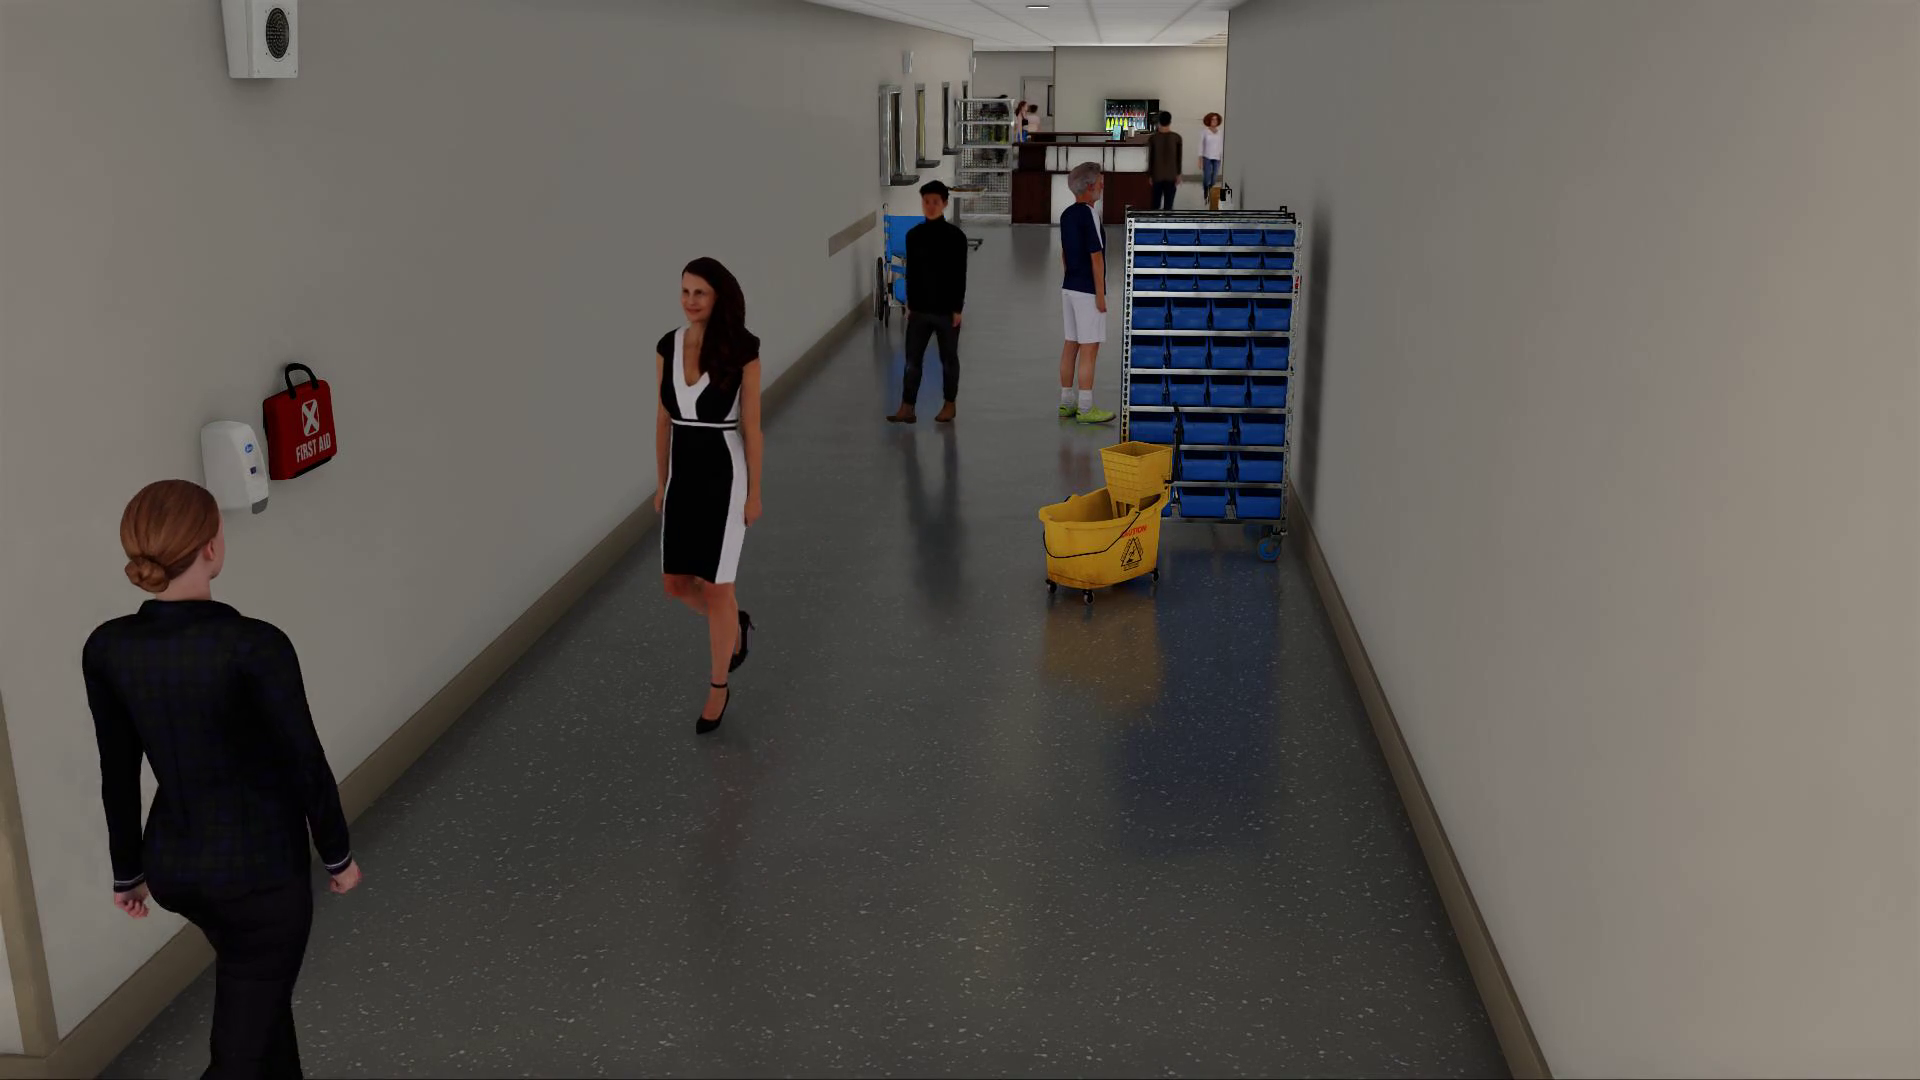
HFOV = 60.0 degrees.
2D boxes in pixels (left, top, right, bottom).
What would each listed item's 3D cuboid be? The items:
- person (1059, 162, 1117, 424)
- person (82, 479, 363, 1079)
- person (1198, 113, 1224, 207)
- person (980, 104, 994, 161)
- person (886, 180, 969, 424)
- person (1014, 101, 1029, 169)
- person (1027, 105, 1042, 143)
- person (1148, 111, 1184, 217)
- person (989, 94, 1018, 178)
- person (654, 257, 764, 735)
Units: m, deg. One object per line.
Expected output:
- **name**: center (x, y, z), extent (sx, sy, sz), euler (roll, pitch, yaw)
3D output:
- **person**: center (0.884, -1.774, 11.888), extent (0.732, 1.839, 0.724), euler (-7, 17, -24)
- **person**: center (-1.505, 0.735, 3.328), extent (1.036, 1.653, 0.794), euler (4, 16, 14)
- **person**: center (4.662, -7.118, 31.089), extent (0.729, 1.704, 0.821), euler (-4, 16, -14)
- **person**: center (0.727, -11.525, 46.990), extent (0.633, 1.558, 0.614), euler (-4, 16, -12)
- **person**: center (-0.136, -1.671, 11.774), extent (0.971, 1.701, 0.936), euler (8, 18, 26)
- **person**: center (1.448, -9.226, 38.426), extent (0.638, 1.782, 0.615), euler (5, 16, 16)
- **person**: center (1.777, -9.868, 40.964), extent (0.894, 1.640, 0.860), euler (10, 19, 32)
- **person**: center (2.989, -5.288, 24.300), extent (0.826, 1.867, 0.766), euler (3, 16, 12)
- **person**: center (0.962, -9.581, 39.478), extent (1.121, 1.894, 1.051), euler (6, 17, 20)
- **person**: center (-0.922, -0.177, 6.315), extent (0.774, 1.788, 0.767), euler (6, 17, 19)
